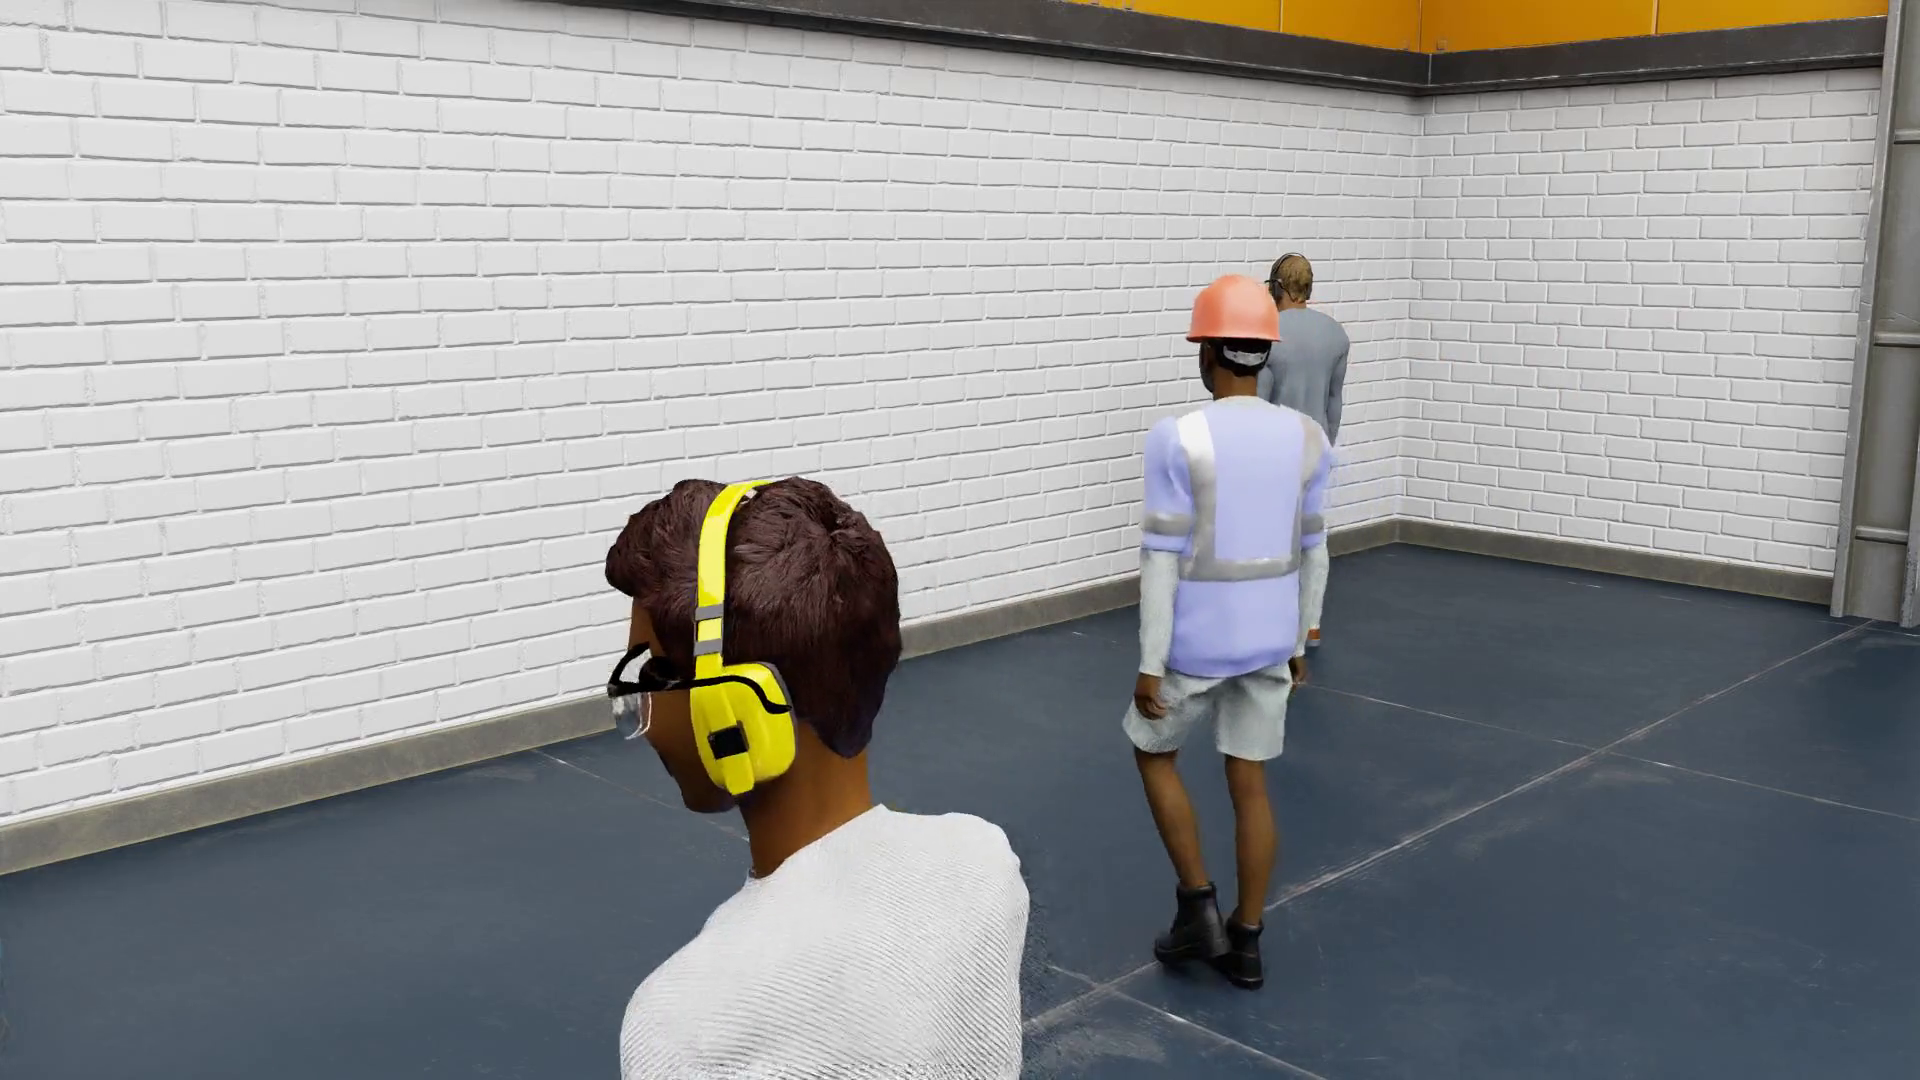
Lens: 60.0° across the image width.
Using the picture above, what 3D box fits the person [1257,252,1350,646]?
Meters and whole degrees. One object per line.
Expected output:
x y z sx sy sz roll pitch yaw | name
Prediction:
1.584 -0.414 8.084 0.631 1.940 0.372 -6 12 -31 | person

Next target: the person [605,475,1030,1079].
-0.046 0.858 1.415 0.662 1.840 0.539 6 12 28 | person

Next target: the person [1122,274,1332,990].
0.705 0.257 4.470 0.565 1.917 0.437 -4 11 -20 | person
